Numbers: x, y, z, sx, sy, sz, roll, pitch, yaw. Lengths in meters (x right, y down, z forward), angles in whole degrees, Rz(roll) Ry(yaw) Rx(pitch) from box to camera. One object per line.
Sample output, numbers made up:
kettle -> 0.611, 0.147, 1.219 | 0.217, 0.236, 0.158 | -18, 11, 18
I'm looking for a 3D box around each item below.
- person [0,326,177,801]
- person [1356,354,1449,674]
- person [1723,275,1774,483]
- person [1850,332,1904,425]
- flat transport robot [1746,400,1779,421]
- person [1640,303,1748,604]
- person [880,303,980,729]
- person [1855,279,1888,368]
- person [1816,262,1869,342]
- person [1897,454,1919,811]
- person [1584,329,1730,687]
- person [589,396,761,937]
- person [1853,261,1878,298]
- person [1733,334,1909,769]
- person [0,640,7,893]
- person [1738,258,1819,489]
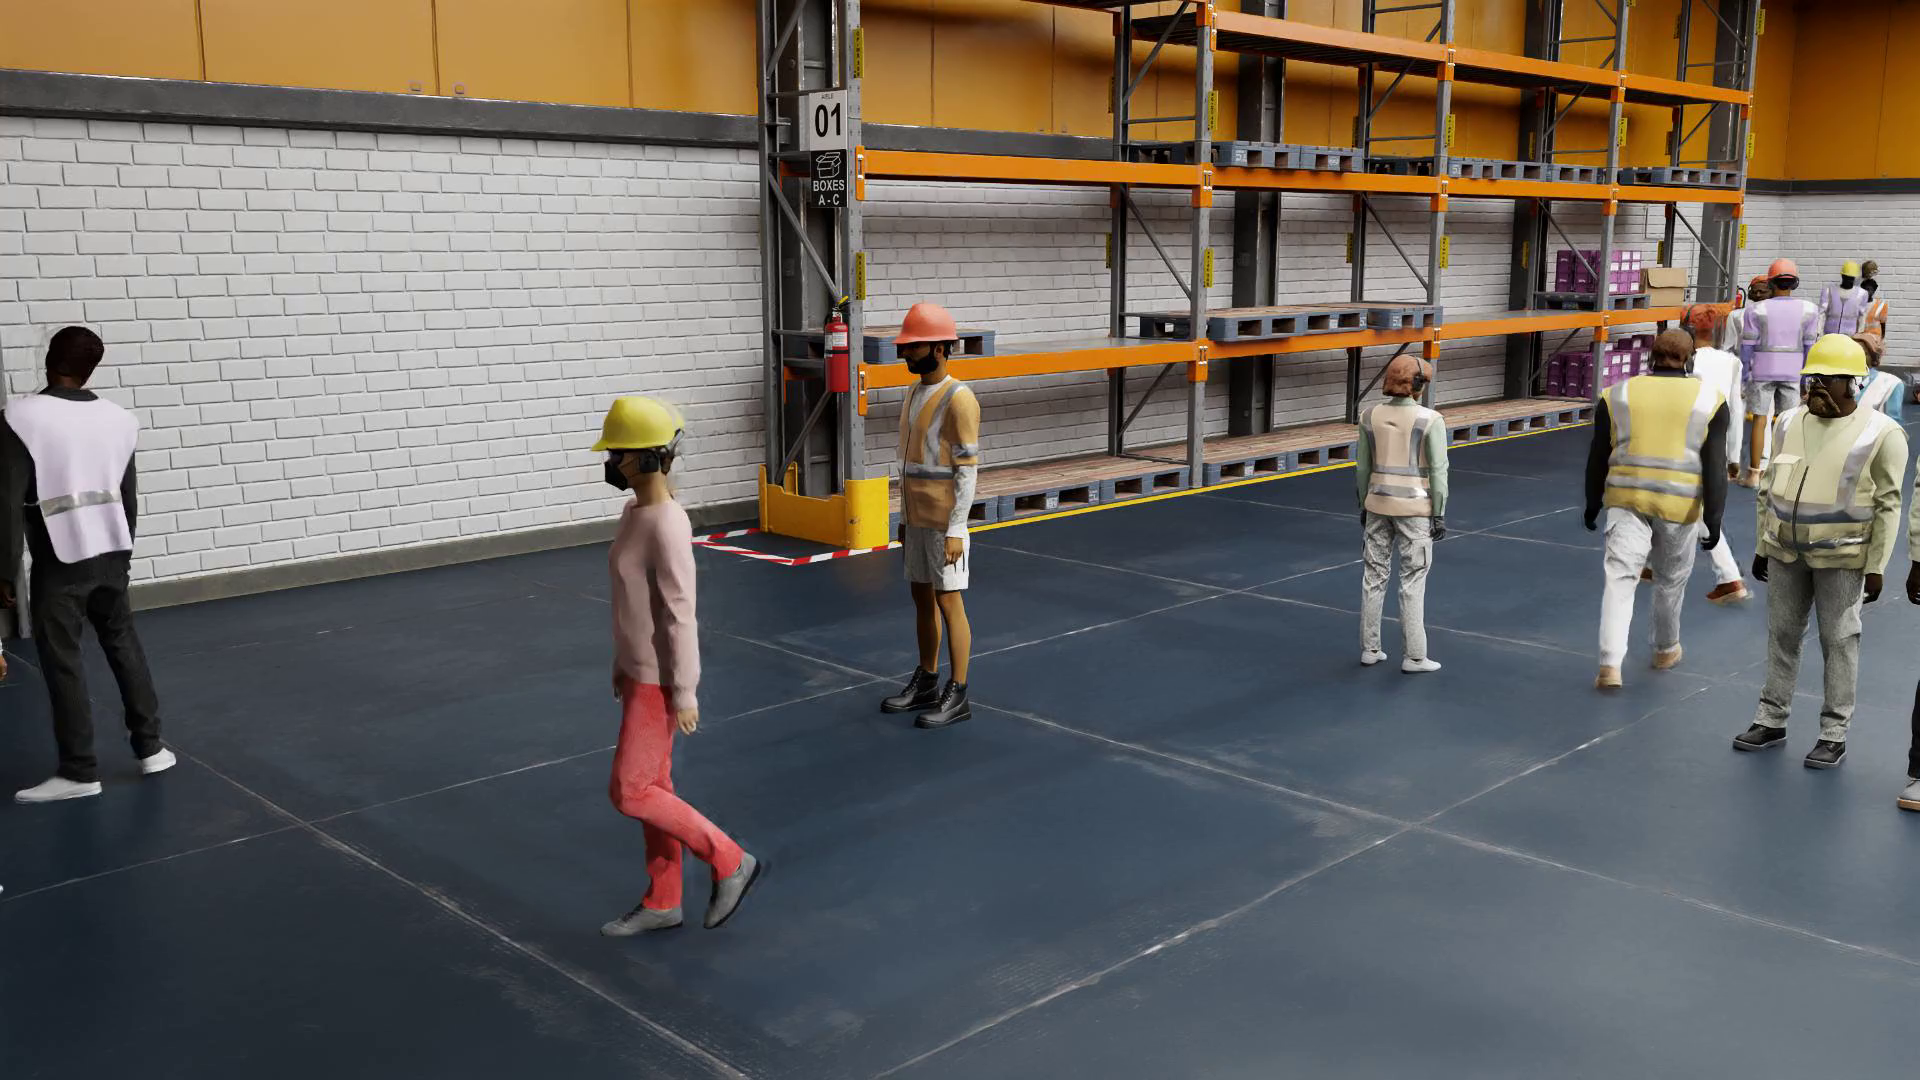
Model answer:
person -> -3.505, 0.099, 6.669 | 0.387, 1.881, 0.679 | 4, 11, 20
person -> 2.264, -0.131, 8.554 | 0.310, 1.639, 0.514 | -10, 14, -43
person -> 7.212, -1.454, 15.100 | 0.584, 1.882, 0.346 | 6, 12, 30
person -> 5.751, -0.516, 10.694 | 0.520, 1.629, 0.367 | 9, 14, 41
flat transport robot -> 9.888, -1.611, 20.360 | 0.652, 0.197, 1.431 | 6, 12, 31
person -> 4.579, -0.544, 10.299 | 0.583, 1.839, 0.988 | -5, 11, -24
person -> -0.136, -0.110, 7.625 | 0.358, 1.938, 0.542 | -6, 12, -32
person -> 12.576, -2.809, 23.162 | 0.542, 1.641, 0.739 | 6, 12, 31
person -> 11.998, -2.836, 22.670 | 0.598, 1.864, 1.036 | 6, 12, 30
person -> 3.970, 0.089, 6.381 | 0.609, 1.995, 0.376 | 6, 12, 28
person -> 3.475, -0.159, 8.348 | 0.674, 1.782, 1.000 | 6, 12, 29
person -> -0.945, 0.419, 5.248 | 0.431, 1.754, 0.530 | -4, 11, -19
person -> 13.036, -3.115, 24.215 | 0.839, 1.889, 0.647 | 7, 13, 35
person -> 3.639, 0.046, 7.057 | 0.403, 1.834, 0.589 | -7, 12, -33
person -> -3.389, 0.384, 5.524 | 0.409, 1.722, 0.484 | 0, 10, -1
person -> 7.196, -1.457, 14.689 | 0.607, 2.040, 0.390 | 3, 11, 14
